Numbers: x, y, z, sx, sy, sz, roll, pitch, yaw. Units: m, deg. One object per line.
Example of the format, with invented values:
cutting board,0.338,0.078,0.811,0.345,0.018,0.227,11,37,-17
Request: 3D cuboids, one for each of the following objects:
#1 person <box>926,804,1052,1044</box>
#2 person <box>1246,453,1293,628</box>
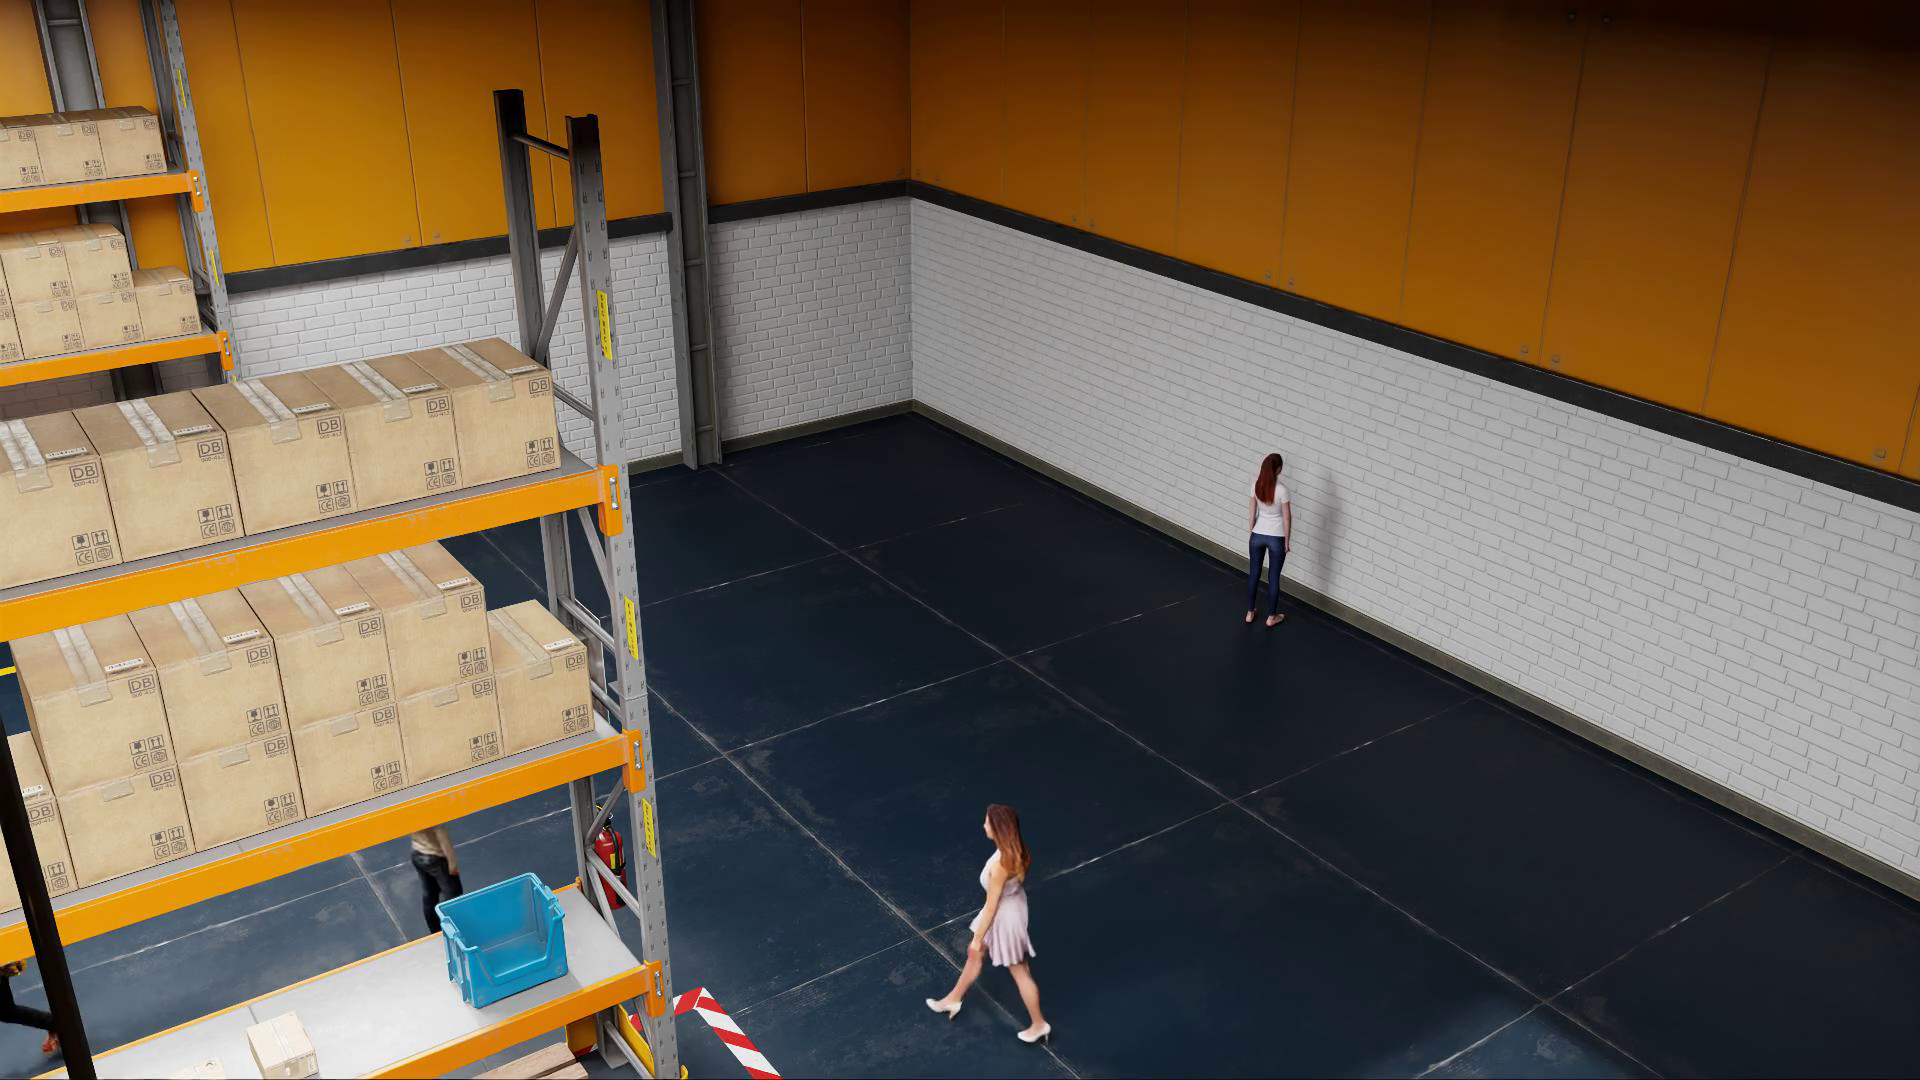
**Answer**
person,0.377,2.449,10.348,1.051,1.732,1.048,7,24,15
person,2.953,-0.008,15.960,0.641,1.740,0.656,13,27,27
